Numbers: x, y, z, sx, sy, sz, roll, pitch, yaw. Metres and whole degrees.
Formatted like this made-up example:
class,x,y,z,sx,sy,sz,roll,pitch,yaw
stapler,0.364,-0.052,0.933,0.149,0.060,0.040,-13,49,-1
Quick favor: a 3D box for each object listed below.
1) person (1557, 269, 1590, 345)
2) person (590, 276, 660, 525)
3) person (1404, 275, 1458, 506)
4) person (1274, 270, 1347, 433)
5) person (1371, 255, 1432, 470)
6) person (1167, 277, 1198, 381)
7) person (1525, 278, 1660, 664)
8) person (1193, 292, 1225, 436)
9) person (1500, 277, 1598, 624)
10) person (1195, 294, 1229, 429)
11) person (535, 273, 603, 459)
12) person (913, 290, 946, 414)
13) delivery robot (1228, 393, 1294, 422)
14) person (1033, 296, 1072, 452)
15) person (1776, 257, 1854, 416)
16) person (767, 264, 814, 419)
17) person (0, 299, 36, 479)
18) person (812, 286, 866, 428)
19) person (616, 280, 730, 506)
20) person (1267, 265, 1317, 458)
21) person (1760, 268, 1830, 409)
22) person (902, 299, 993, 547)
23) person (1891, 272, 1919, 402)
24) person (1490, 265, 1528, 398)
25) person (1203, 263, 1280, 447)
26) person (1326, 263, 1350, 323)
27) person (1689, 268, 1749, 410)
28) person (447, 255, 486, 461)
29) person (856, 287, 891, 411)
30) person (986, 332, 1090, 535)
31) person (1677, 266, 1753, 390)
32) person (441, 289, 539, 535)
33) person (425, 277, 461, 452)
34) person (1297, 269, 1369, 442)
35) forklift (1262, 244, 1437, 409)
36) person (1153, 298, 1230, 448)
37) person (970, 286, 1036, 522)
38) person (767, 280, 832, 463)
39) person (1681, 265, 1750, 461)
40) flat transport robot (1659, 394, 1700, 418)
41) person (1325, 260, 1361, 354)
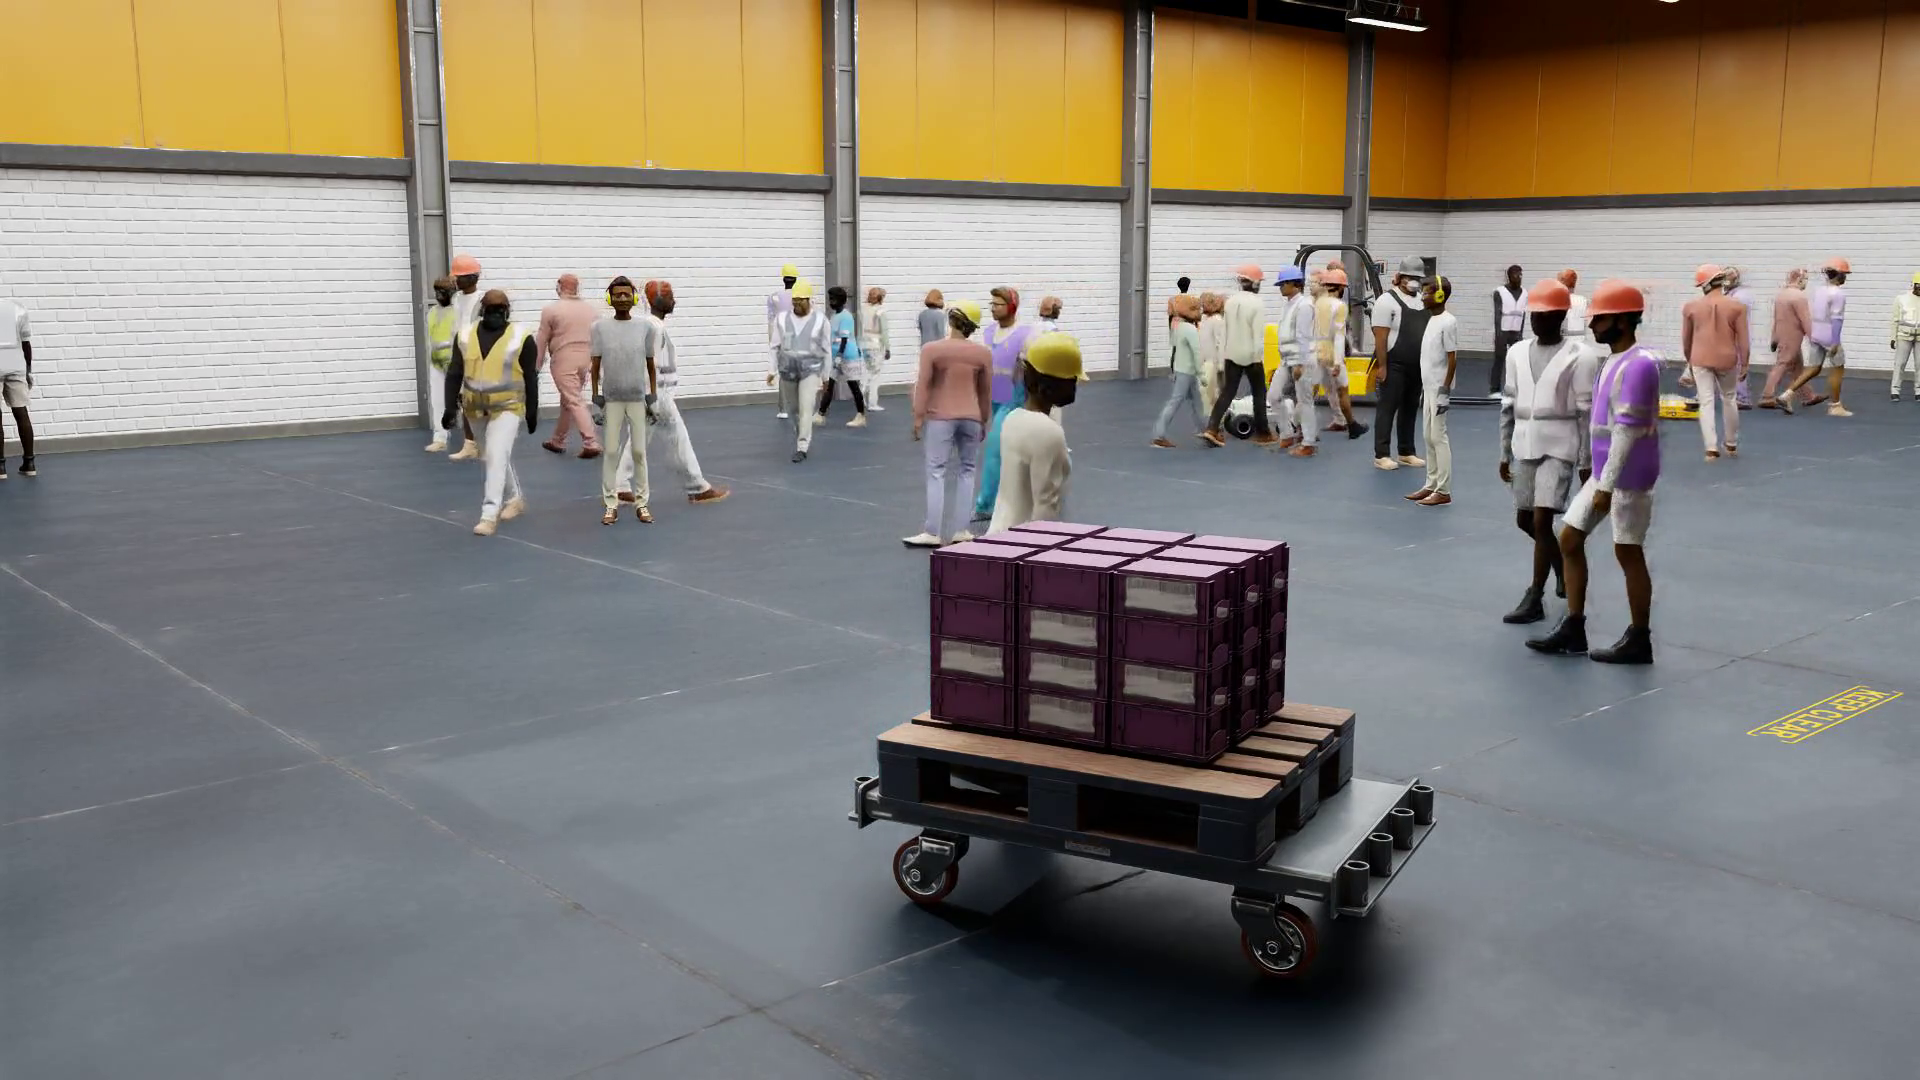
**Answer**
class,x,y,z,sx,sy,sz,roll,pitch,yaw
person,6.680,-2.034,18.333,0.579,1.879,0.349,-4,10,-20
person,-2.534,-1.052,12.588,0.514,1.876,0.328,-3,10,-15
person,3.859,-1.212,13.537,0.312,1.869,0.535,0,10,-2
person,4.056,-2.153,19.082,0.984,1.853,0.665,-2,10,-9
person,4.267,-1.691,15.837,0.684,2.000,0.535,-6,11,-31
person,3.608,-3.402,26.885,0.531,1.694,0.320,4,11,24
person,3.146,-0.321,8.216,0.722,1.914,0.547,0,10,2
person,2.750,-1.979,18.745,0.531,1.613,0.535,-2,10,-13
person,3.324,-0.511,9.337,0.805,1.916,0.550,-8,12,-38
person,2.951,-2.019,19.112,0.546,1.591,0.864,2,10,13
person,-3.945,-1.756,16.790,1.048,1.853,0.636,7,12,37
person,-0.303,-2.408,21.354,0.506,1.589,0.835,9,13,43
delivery robot,3.358,-1.467,18.575,0.707,0.478,0.477,0,9,-2
person,0.844,-1.694,17.069,0.530,1.619,0.526,-3,10,-19
person,10.871,-2.549,21.011,0.872,2.019,0.628,-1,10,-4
person,-2.102,-2.466,20.709,0.587,1.928,0.363,-2,10,-11
person,-8.771,-1.539,15.176,0.373,1.963,0.607,7,12,37
person,-1.470,-2.136,19.527,0.816,1.655,0.549,-5,11,-28
person,-2.404,-1.176,13.451,0.974,1.829,0.596,-3,10,-17
person,3.337,-1.778,16.676,0.553,1.919,0.681,-3,10,-15
person,11.122,-2.657,22.026,0.970,1.853,0.654,1,10,8
person,-0.100,-0.816,11.645,0.693,1.717,0.408,-3,10,-17
person,13.256,-2.819,23.093,0.597,1.825,0.403,4,11,24
person,7.726,-2.887,23.276,0.598,1.896,0.692,-3,10,-20
person,2.978,-1.956,17.664,0.997,1.955,0.624,-7,12,-36
person,5.896,-3.444,26.463,0.744,1.912,0.660,6,11,32
person,10.013,-2.631,21.883,0.884,1.855,0.720,2,10,10
person,-4.789,-1.782,16.432,0.638,2.035,0.538,7,12,34
person,-1.130,-2.492,21.749,0.361,1.620,0.558,-9,13,-43
person,0.324,0.051,6.537,0.814,1.718,0.647,-4,10,-21
person,11.464,-3.206,25.179,1.037,1.890,0.622,2,10,12
person,-3.463,-0.976,12.422,0.644,1.796,0.978,2,10,11
person,-5.269,-1.843,17.394,0.631,1.814,0.817,5,11,26
person,4.069,-2.010,18.198,1.003,1.871,0.547,-7,12,-34
forklift,5.256,-2.933,22.661,2.313,2.155,1.214,3,10,16
person,2.437,-1.750,17.505,0.869,1.578,0.524,-1,10,-5
person,0.406,-1.053,12.807,0.949,1.811,0.566,-5,11,-28
person,-1.588,-1.694,16.624,0.602,1.793,0.940,2,10,9
person,7.580,-1.784,16.709,0.647,1.929,0.947,4,11,24
flat transport robot,8.893,-1.717,21.166,0.652,0.197,1.431,1,10,8
person,6.388,-3.651,27.566,0.754,1.955,0.665,1,10,9
